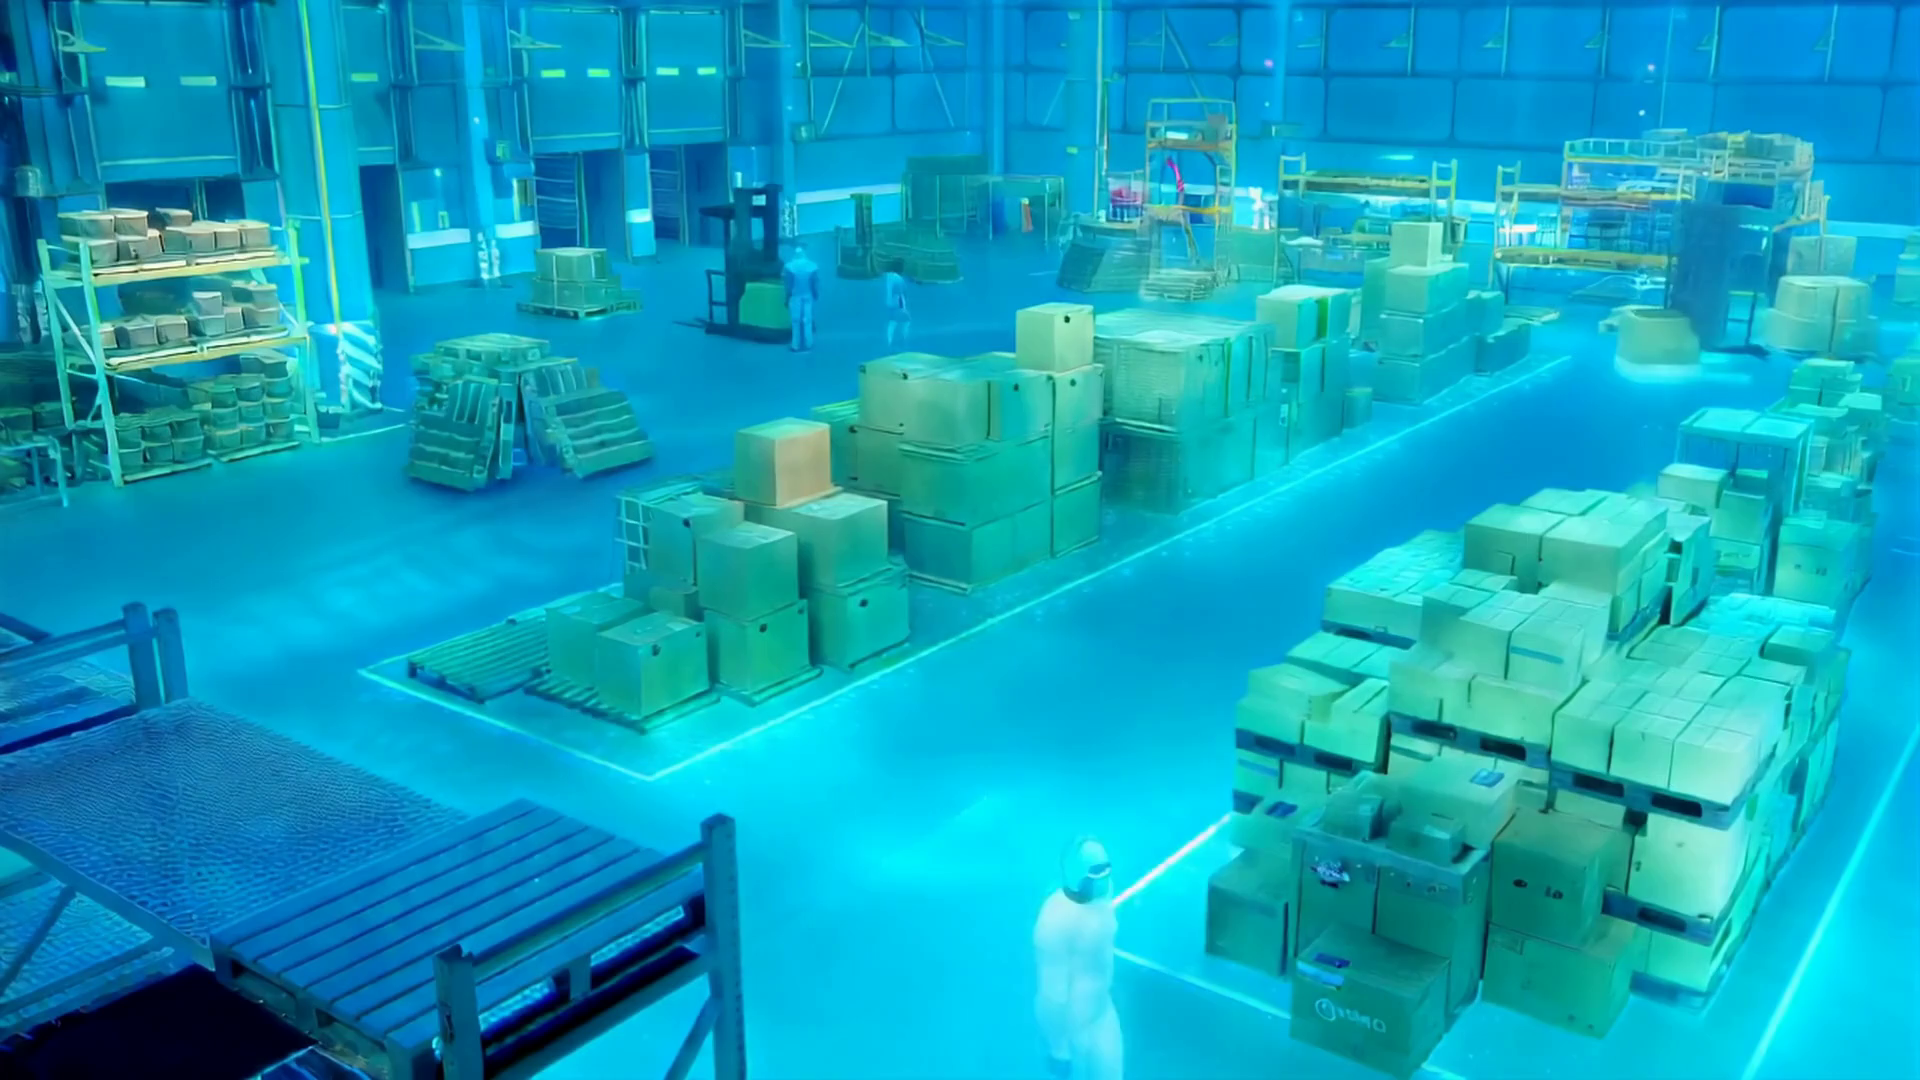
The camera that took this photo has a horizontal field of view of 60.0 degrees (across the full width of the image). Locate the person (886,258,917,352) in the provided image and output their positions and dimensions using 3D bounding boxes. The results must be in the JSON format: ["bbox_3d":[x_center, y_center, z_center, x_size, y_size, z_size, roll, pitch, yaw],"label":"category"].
[{"bbox_3d":[-1.050,-4.183,29.682,0.630,1.677,0.538,-10,20,-31],"label":"person"}]

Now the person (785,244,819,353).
[{"bbox_3d":[-2.819,-4.309,29.676,0.636,1.928,0.380,-8,19,-26],"label":"person"}]

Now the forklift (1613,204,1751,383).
[{"bbox_3d":[11.898,-4.034,27.131,1.873,2.768,1.129,1,17,3],"label":"forklift"}]

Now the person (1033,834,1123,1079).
[{"bbox_3d":[0.513,2.263,7.914,0.530,1.923,0.632,10,20,31],"label":"person"}]

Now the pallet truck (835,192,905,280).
[{"bbox_3d":[-1.936,-7.159,38.982,1.885,1.965,0.823,-12,21,-34],"label":"pallet truck"}]

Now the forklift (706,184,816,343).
[{"bbox_3d":[-3.717,-5.181,30.929,1.873,2.768,1.129,12,21,35],"label":"forklift"}]
